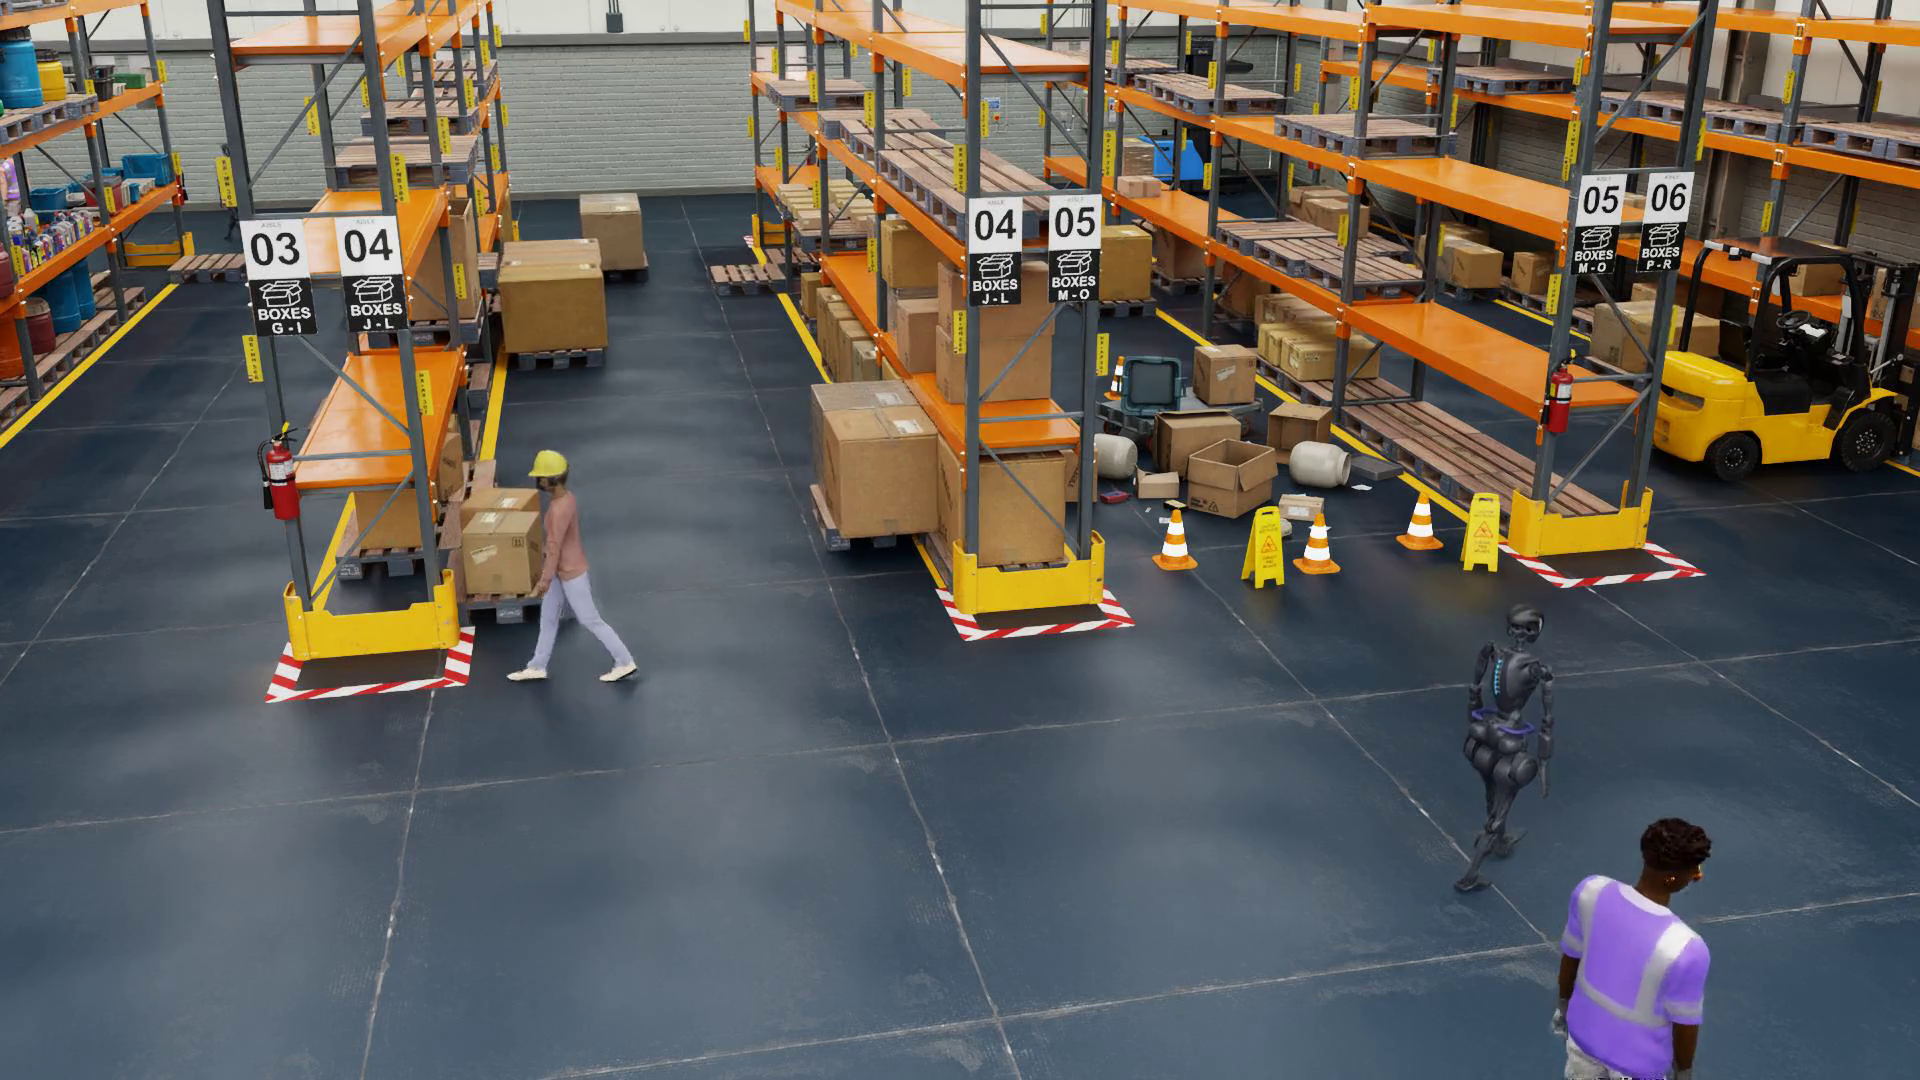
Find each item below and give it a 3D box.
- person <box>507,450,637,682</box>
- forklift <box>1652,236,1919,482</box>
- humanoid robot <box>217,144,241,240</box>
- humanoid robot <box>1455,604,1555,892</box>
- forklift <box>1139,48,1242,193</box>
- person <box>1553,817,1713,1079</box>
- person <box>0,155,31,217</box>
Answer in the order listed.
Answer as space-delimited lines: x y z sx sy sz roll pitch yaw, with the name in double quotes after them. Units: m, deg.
-2.730 0.202 11.567 0.895 1.718 0.523 -5 21 -14 "person"
8.013 -1.814 16.330 2.313 2.155 1.214 -4 21 -12 "forklift"
-12.207 -5.840 27.964 0.762 1.622 0.610 7 22 18 "humanoid robot"
3.054 1.119 9.199 0.712 1.629 0.611 -12 23 -29 "humanoid robot"
4.566 -8.313 32.860 1.873 2.768 1.129 -4 21 -12 "forklift"
2.617 1.952 6.546 0.395 1.952 0.626 -12 23 -29 "person"
-15.356 -5.553 27.121 0.349 1.688 0.489 11 23 27 "person"
